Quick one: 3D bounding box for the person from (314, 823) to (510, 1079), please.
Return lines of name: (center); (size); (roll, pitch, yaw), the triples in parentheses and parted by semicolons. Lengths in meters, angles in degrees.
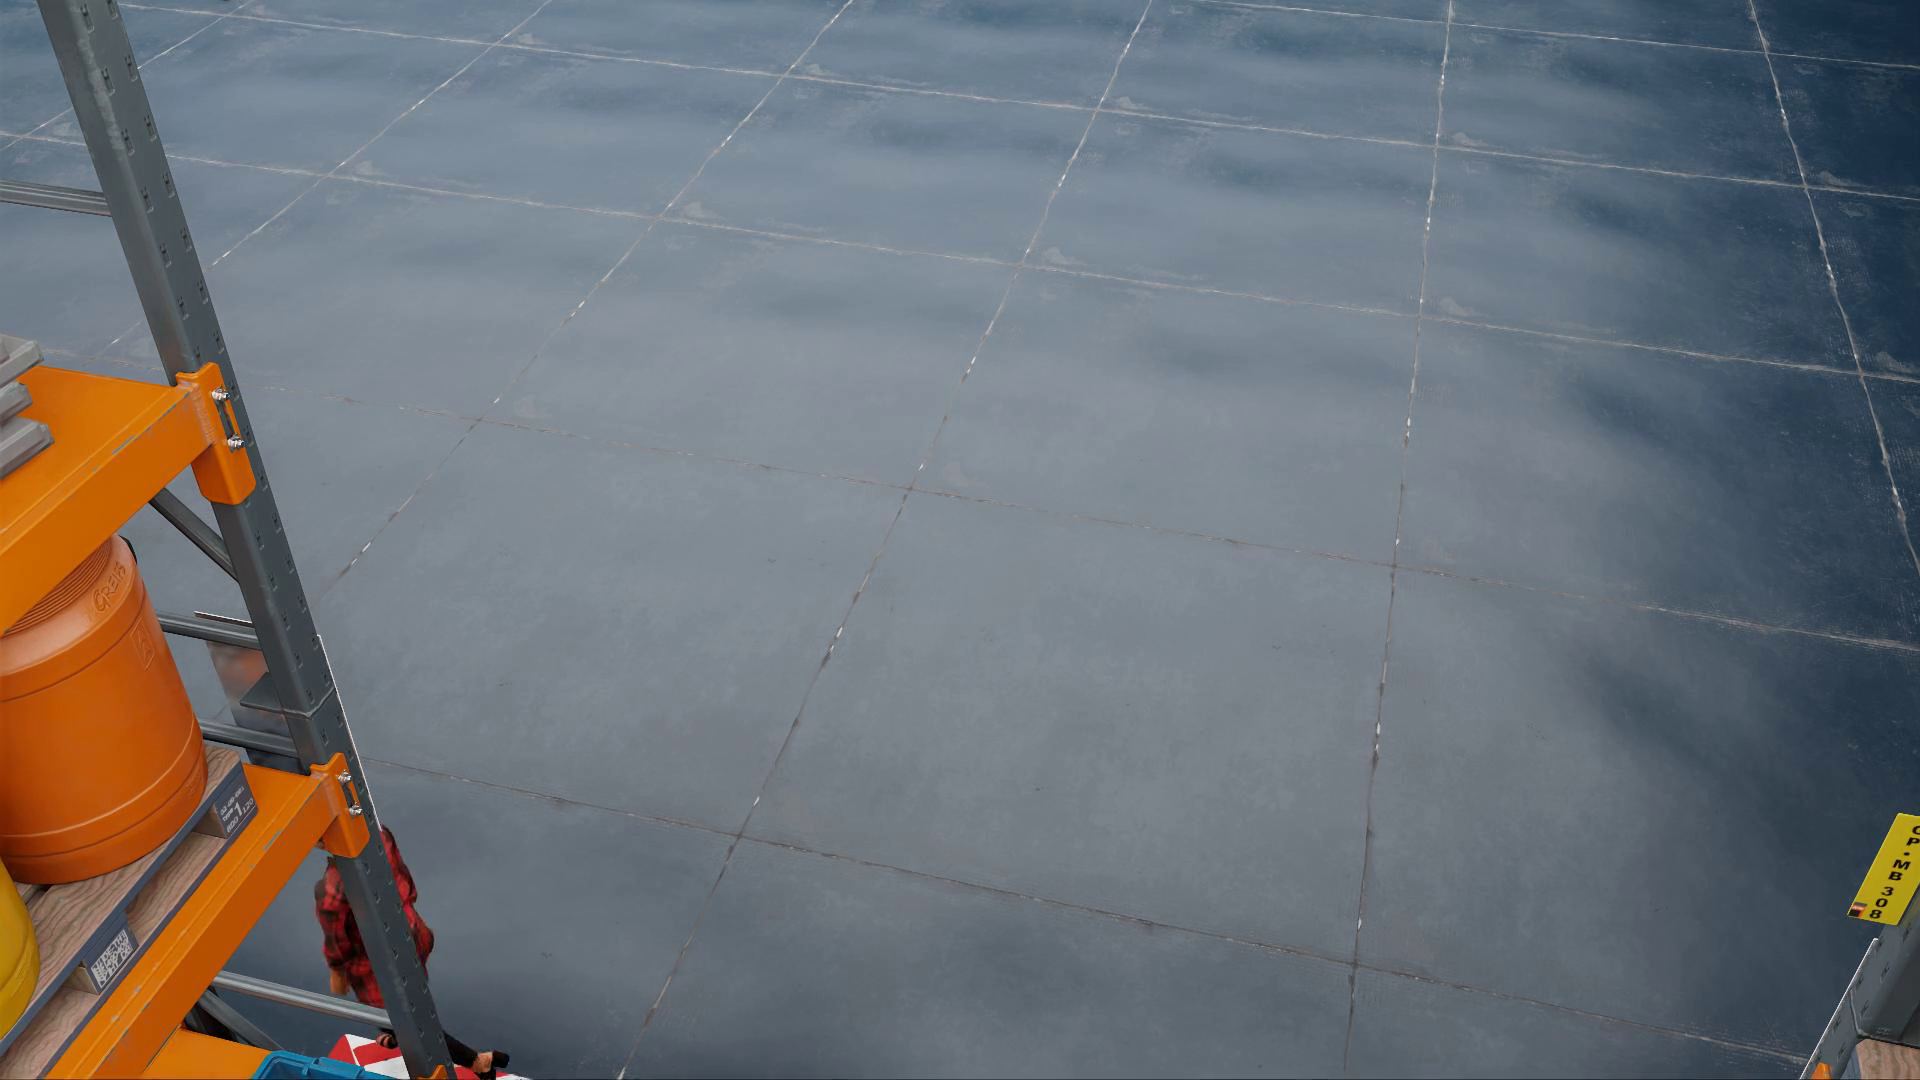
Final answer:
person: (-2.228, 1.645, 6.606); (0.721, 1.679, 0.891); (8, 39, 10)
